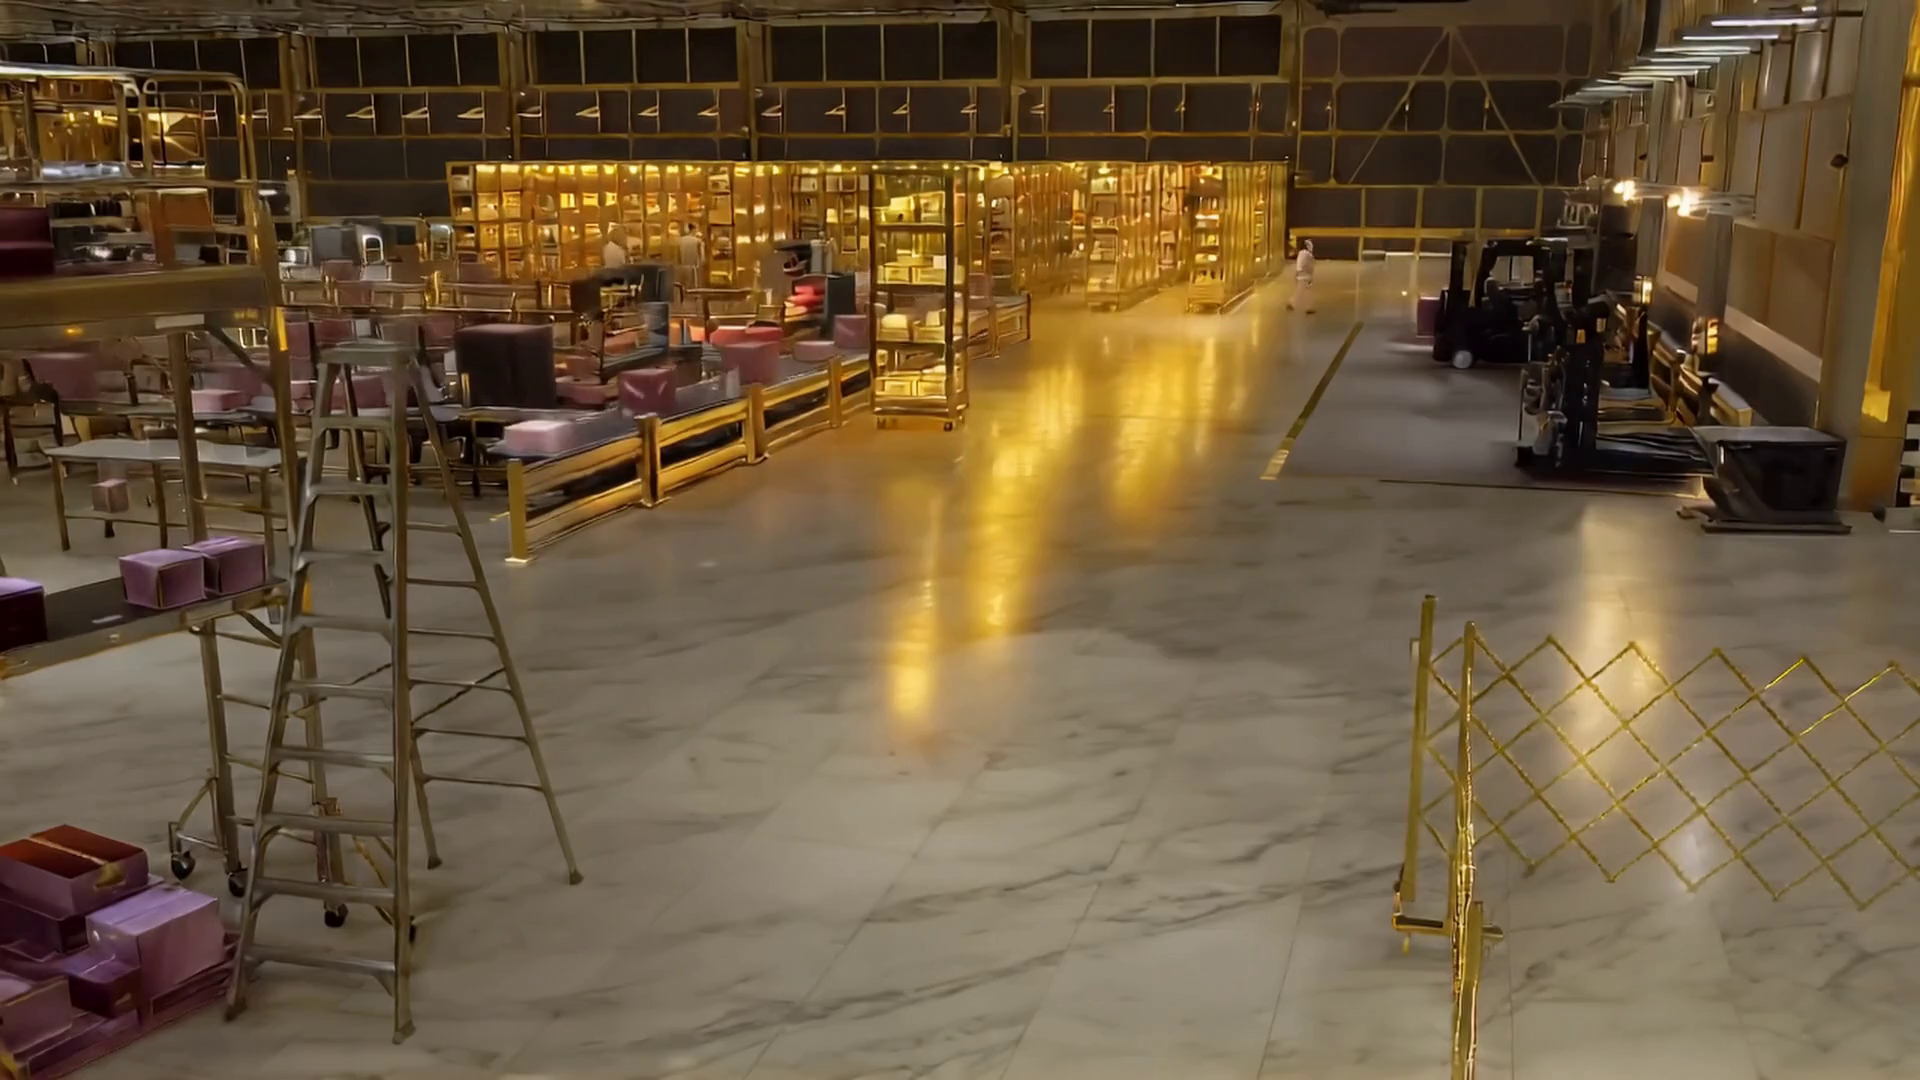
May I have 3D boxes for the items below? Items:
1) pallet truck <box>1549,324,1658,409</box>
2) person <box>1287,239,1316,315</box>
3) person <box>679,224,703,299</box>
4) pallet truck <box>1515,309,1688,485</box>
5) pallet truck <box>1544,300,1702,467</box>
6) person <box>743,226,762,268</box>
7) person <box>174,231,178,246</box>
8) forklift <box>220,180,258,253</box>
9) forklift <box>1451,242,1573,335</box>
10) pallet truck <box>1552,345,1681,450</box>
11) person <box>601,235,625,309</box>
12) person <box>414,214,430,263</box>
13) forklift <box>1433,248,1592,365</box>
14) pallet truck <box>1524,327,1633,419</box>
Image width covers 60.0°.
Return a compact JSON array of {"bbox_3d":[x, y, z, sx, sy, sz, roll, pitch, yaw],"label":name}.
[{"bbox_3d":[9.824,-2.669,25.407,1.601,1.201,0.680,4,14,16],"label":"pallet truck"},{"bbox_3d":[8.202,-6.275,39.721,0.702,1.804,0.593,-7,15,-29],"label":"person"},{"bbox_3d":[-7.104,-7.341,43.912,0.622,1.993,0.384,-3,13,-11],"label":"person"},{"bbox_3d":[7.554,-1.677,19.446,1.885,1.965,0.823,3,13,14],"label":"pallet truck"},{"bbox_3d":[8.263,-1.952,20.631,1.885,1.965,0.823,5,14,20],"label":"pallet truck"},{"bbox_3d":[-5.871,-7.966,46.993,0.579,1.822,0.717,3,13,12],"label":"person"},{"bbox_3d":[-24.528,-9.052,51.443,0.606,1.940,0.407,-6,14,-25],"label":"person"},{"bbox_3d":[-27.723,-12.581,64.617,1.873,2.768,1.129,4,14,16],"label":"forklift"},{"bbox_3d":[10.464,-4.597,31.405,2.680,1.987,1.157,4,14,16],"label":"forklift"},{"bbox_3d":[8.641,-1.896,21.908,1.630,1.274,0.653,4,14,16],"label":"pallet truck"},{"bbox_3d":[-8.317,-6.462,40.402,0.796,1.879,0.396,8,15,31],"label":"person"},{"bbox_3d":[-19.146,-10.731,59.145,0.498,1.731,0.378,-5,14,-21],"label":"person"},{"bbox_3d":[9.780,-4.111,29.280,2.680,1.987,1.157,3,13,14],"label":"forklift"},{"bbox_3d":[9.065,-2.460,24.370,1.522,1.261,0.704,3,13,14],"label":"pallet truck"}]
